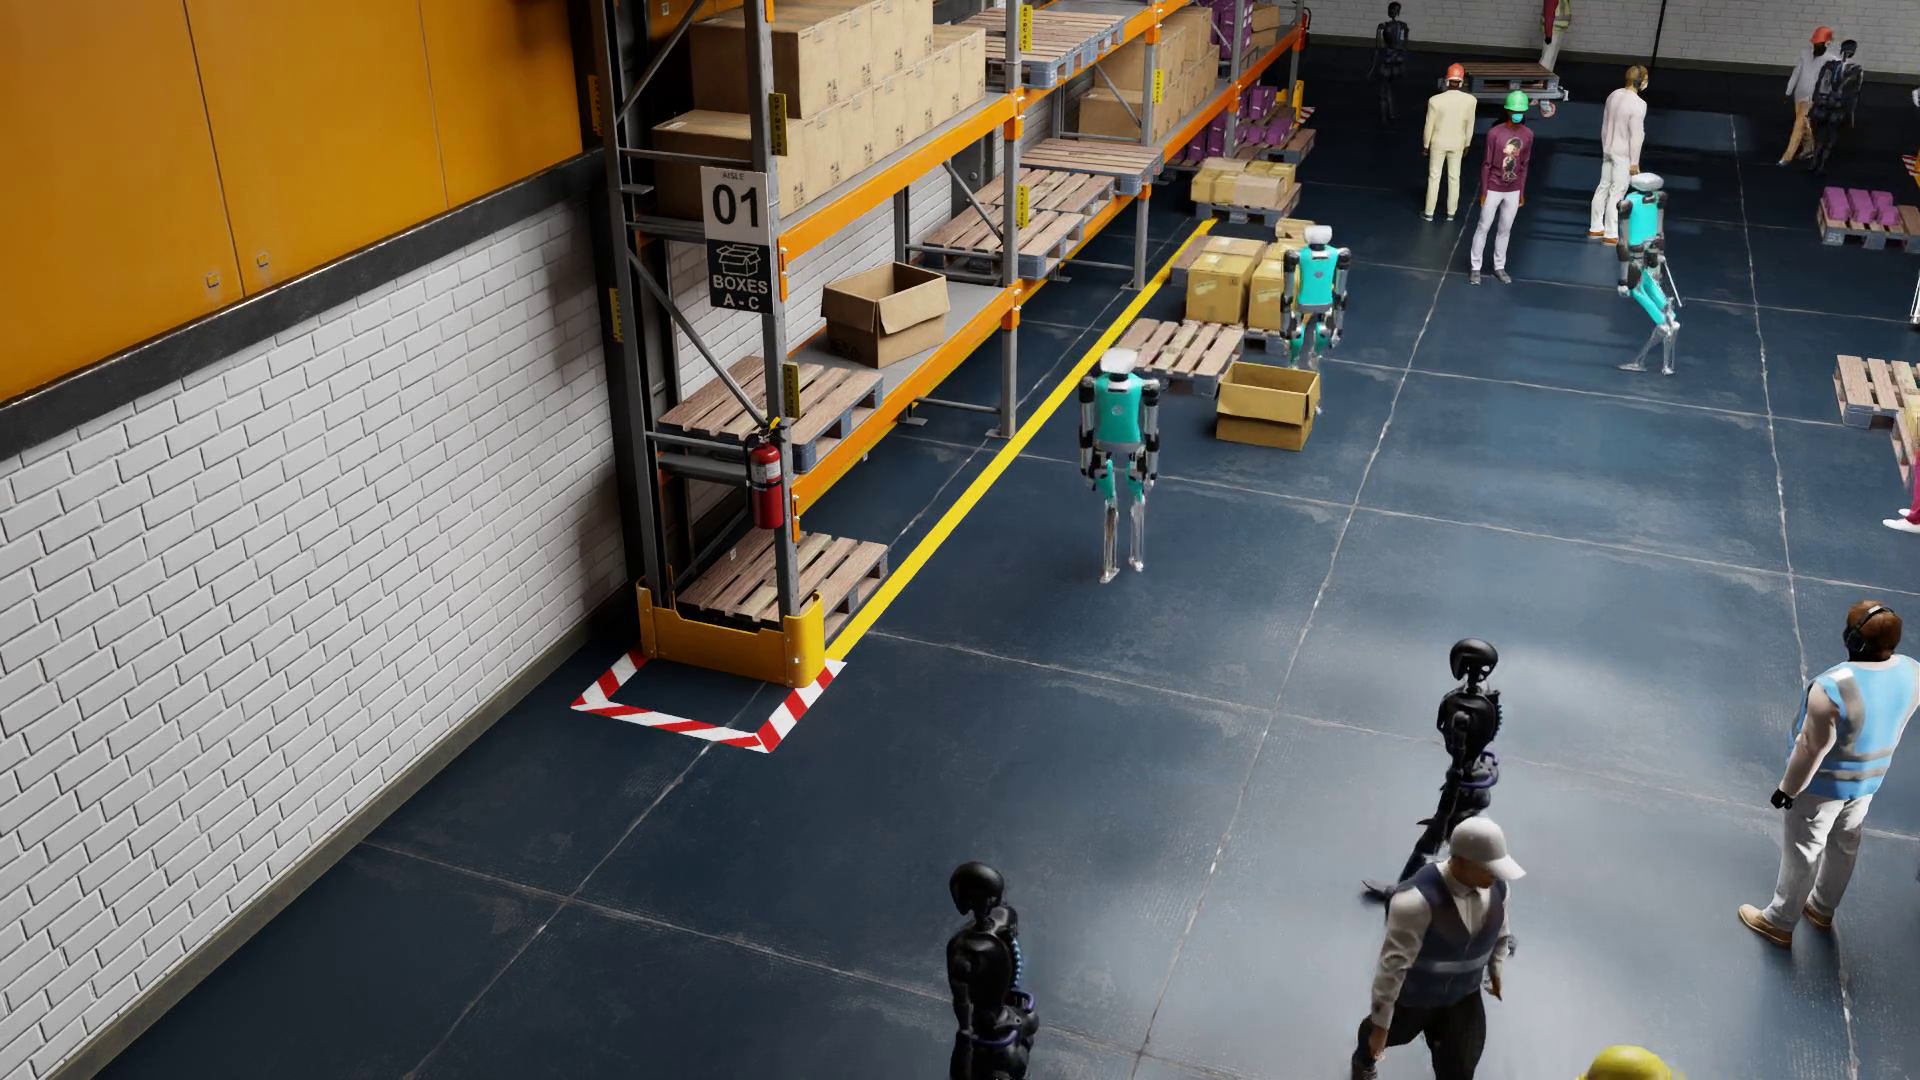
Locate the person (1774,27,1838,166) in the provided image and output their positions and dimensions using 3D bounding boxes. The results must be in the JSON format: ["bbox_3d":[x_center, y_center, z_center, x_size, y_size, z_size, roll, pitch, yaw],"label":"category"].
[{"bbox_3d":[10.788,-5.641,21.140,0.806,1.731,0.569,-10,29,-18],"label":"person"}]

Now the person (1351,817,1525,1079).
[{"bbox_3d":[1.892,1.804,6.685,0.725,1.700,0.968,-5,28,-11],"label":"person"}]

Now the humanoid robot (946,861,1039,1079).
[{"bbox_3d":[0.067,1.950,6.443,0.601,1.633,0.616,12,30,22],"label":"humanoid robot"}]

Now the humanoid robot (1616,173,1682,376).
[{"bbox_3d":[6.106,-2.260,14.534,0.624,1.777,0.835,-14,30,-25],"label":"humanoid robot"}]

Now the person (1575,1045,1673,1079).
[{"bbox_3d":[2.059,2.388,5.367,0.877,1.882,0.573,11,29,20],"label":"person"}]

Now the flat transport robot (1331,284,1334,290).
[{"bbox_3d":[3.022,-2.500,16.600,1.431,0.231,0.659,-21,34,-35],"label":"flat transport robot"}]

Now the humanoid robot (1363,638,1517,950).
[{"bbox_3d":[2.374,1.205,7.936,0.786,1.624,0.608,12,30,22],"label":"humanoid robot"}]

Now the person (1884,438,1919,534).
[{"bbox_3d":[6.989,-0.823,11.866,0.503,1.628,0.283,-24,36,-38],"label":"person"}]

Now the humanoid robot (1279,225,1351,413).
[{"bbox_3d":[2.813,-1.780,13.634,0.564,1.795,0.840,-1,27,-2],"label":"humanoid robot"}]

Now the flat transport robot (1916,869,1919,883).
[{"bbox_3d":[5.355,1.988,7.895,0.659,0.231,1.431,-1,27,-1],"label":"flat transport robot"}]

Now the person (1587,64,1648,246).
[{"bbox_3d":[7.158,-4.165,18.009,0.363,1.938,0.634,-6,28,-11],"label":"person"}]

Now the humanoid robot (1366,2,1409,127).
[{"bbox_3d":[5.919,-6.571,22.971,0.614,1.644,0.421,-11,29,-21],"label":"humanoid robot"}]

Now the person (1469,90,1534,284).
[{"bbox_3d":[5.490,-3.576,16.855,0.490,1.952,0.422,-2,27,-5],"label":"person"}]

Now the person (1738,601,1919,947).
[{"bbox_3d":[4.123,1.110,7.882,0.621,1.844,0.429,-10,29,-19],"label":"person"}]

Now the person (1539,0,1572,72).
[{"bbox_3d":[8.831,-7.567,24.729,0.429,1.830,0.637,16,32,29],"label":"person"}]

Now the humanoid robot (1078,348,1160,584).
[{"bbox_3d":[1.072,-0.522,11.191,0.552,1.792,0.816,4,28,8],"label":"humanoid robot"}]

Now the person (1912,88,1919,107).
[{"bbox_3d":[14.090,-6.959,23.784,0.633,1.601,0.520,2,27,4],"label":"person"}]

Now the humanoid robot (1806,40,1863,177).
[{"bbox_3d":[10.803,-5.345,20.581,0.313,1.650,0.609,-20,33,-33],"label":"humanoid robot"}]

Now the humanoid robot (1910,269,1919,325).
[{"bbox_3d":[9.252,-2.831,15.496,0.533,1.676,0.735,10,29,19],"label":"humanoid robot"}]

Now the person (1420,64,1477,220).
[{"bbox_3d":[5.522,-4.507,18.870,0.560,1.752,0.326,1,27,2],"label":"person"}]
